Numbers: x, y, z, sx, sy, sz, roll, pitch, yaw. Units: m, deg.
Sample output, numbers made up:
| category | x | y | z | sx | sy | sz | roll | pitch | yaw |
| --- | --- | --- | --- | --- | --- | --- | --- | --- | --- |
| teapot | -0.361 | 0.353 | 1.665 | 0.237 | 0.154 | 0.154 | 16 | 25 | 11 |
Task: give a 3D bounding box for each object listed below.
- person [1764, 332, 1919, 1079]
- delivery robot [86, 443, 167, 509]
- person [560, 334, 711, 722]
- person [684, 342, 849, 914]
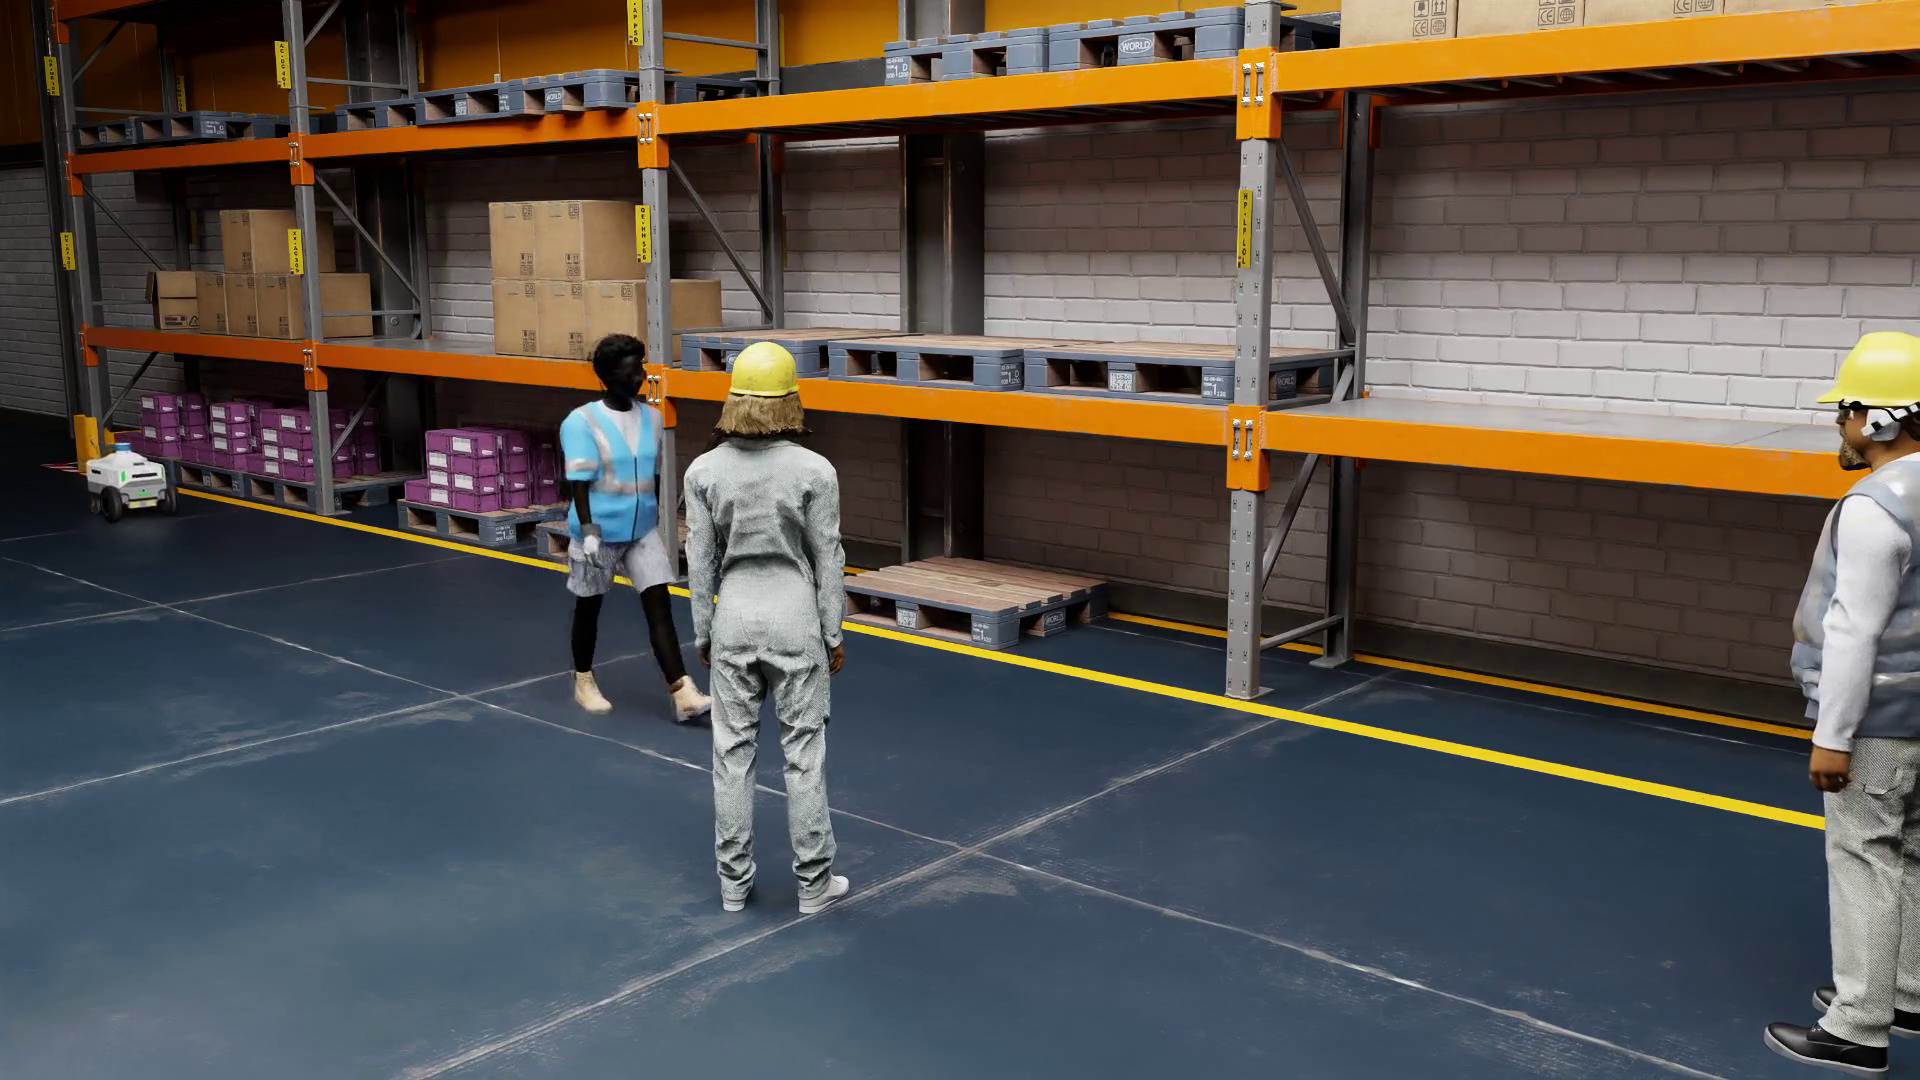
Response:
| category | x | y | z | sx | sy | sz | roll | pitch | yaw |
| --- | --- | --- | --- | --- | --- | --- | --- | --- | --- |
| person | 2.271 | 0.403 | 4.119 | 0.591 | 1.823 | 0.405 | -9 | 13 | -41 |
| delivery robot | -6.285 | -0.489 | 12.527 | 0.707 | 0.478 | 0.477 | 9 | 13 | 42 |
| person | -1.398 | -0.031 | 7.020 | 0.847 | 1.652 | 0.547 | 9 | 14 | 42 |
| person | -0.580 | 0.274 | 5.065 | 0.485 | 1.745 | 0.296 | 2 | 10 | 8 |
